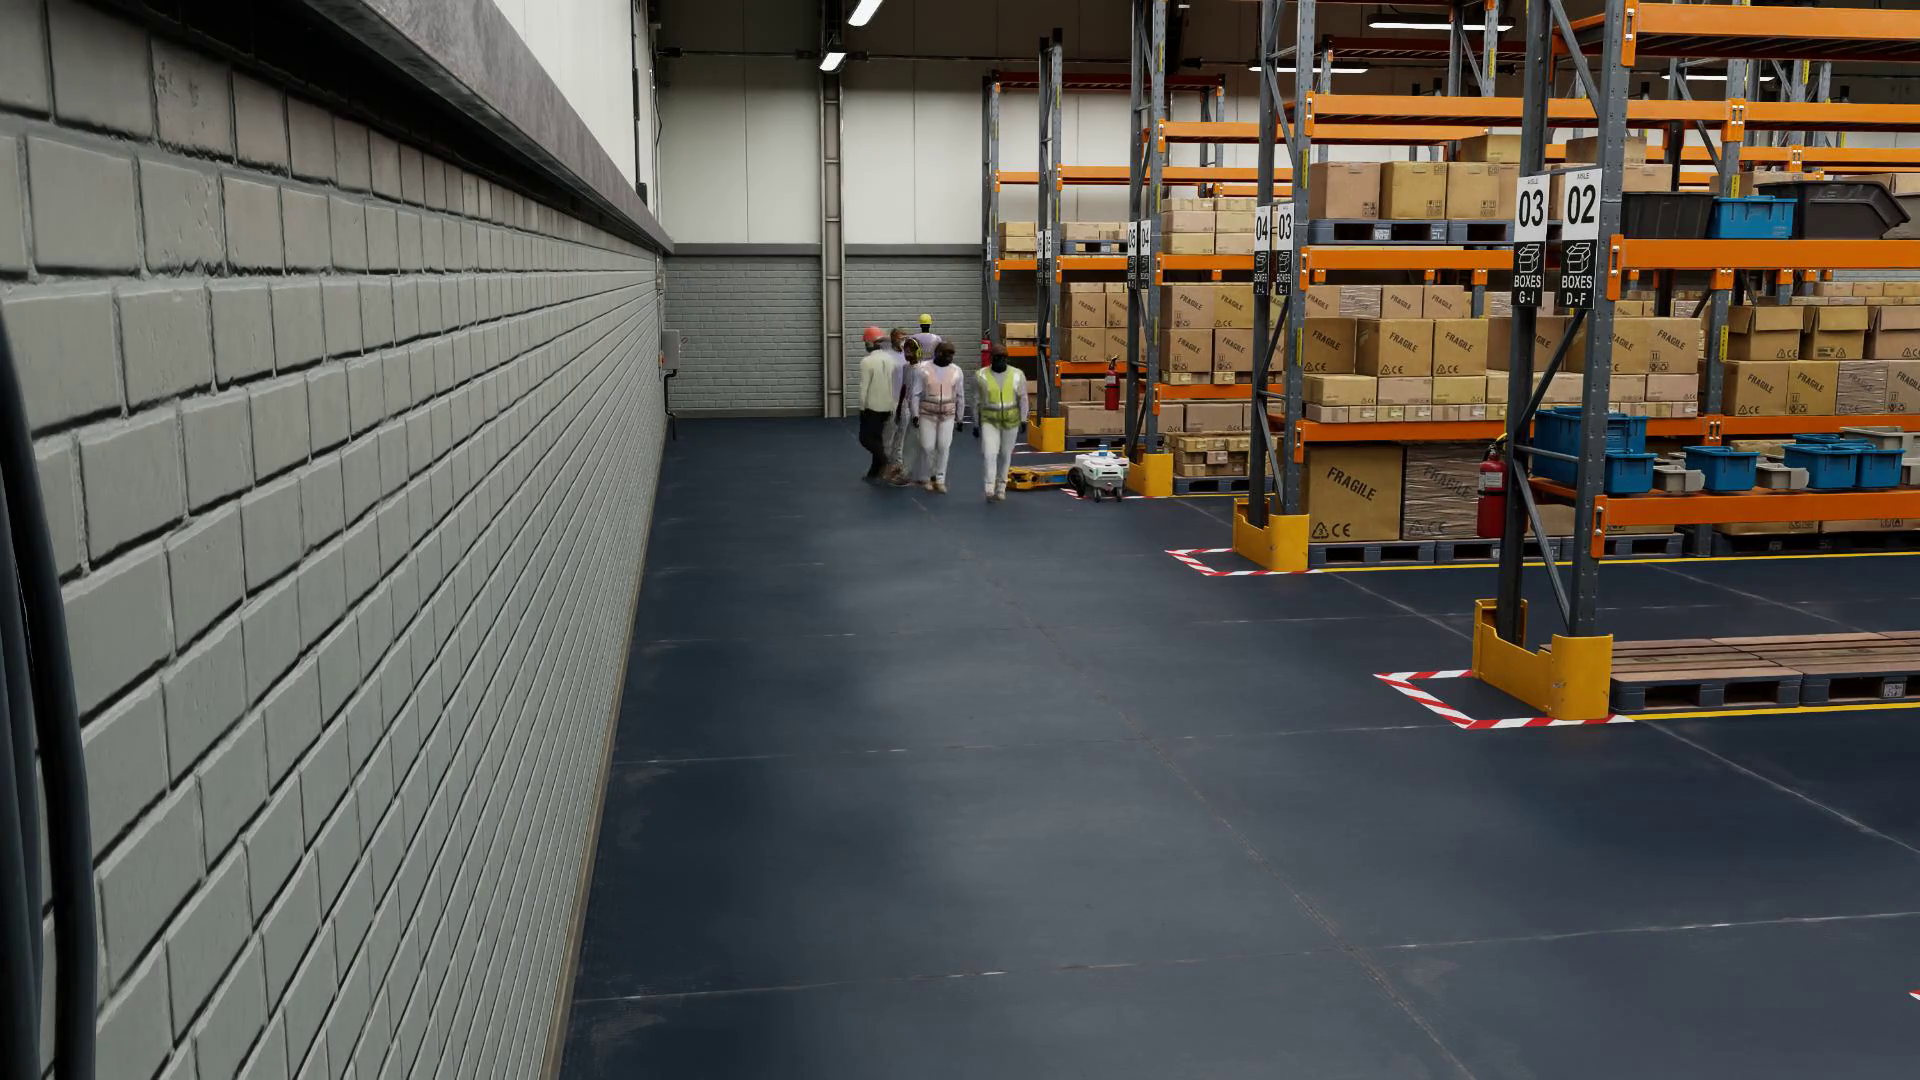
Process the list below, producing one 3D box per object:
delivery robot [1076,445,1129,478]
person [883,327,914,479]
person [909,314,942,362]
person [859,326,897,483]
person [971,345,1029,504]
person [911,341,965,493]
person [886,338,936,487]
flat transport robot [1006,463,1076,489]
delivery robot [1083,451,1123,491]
[{"bbox_3d":[1.711,-0.901,19.984,0.477,0.478,0.707,-6,11,-34],"label":"delivery robot"},{"bbox_3d":[-0.812,-1.759,21.311,0.356,1.938,0.633,6,11,34],"label":"person"},{"bbox_3d":[-0.577,-2.834,27.968,0.592,1.930,0.356,2,9,11],"label":"person"},{"bbox_3d":[-1.016,-1.662,20.592,0.625,1.975,0.628,7,12,38],"label":"person"},{"bbox_3d":[0.462,-1.299,18.899,0.632,1.790,0.950,-1,9,-6],"label":"person"},{"bbox_3d":[-0.263,-1.469,19.914,0.668,1.809,0.457,-2,9,-12],"label":"person"},{"bbox_3d":[-0.614,-1.563,20.451,0.873,1.816,0.599,-6,11,-32],"label":"person"},{"bbox_3d":[1.162,-0.803,20.541,1.431,0.197,0.652,-5,10,-27],"label":"flat transport robot"},{"bbox_3d":[1.657,-0.788,19.290,0.477,0.478,0.707,-1,9,-8],"label":"delivery robot"}]
